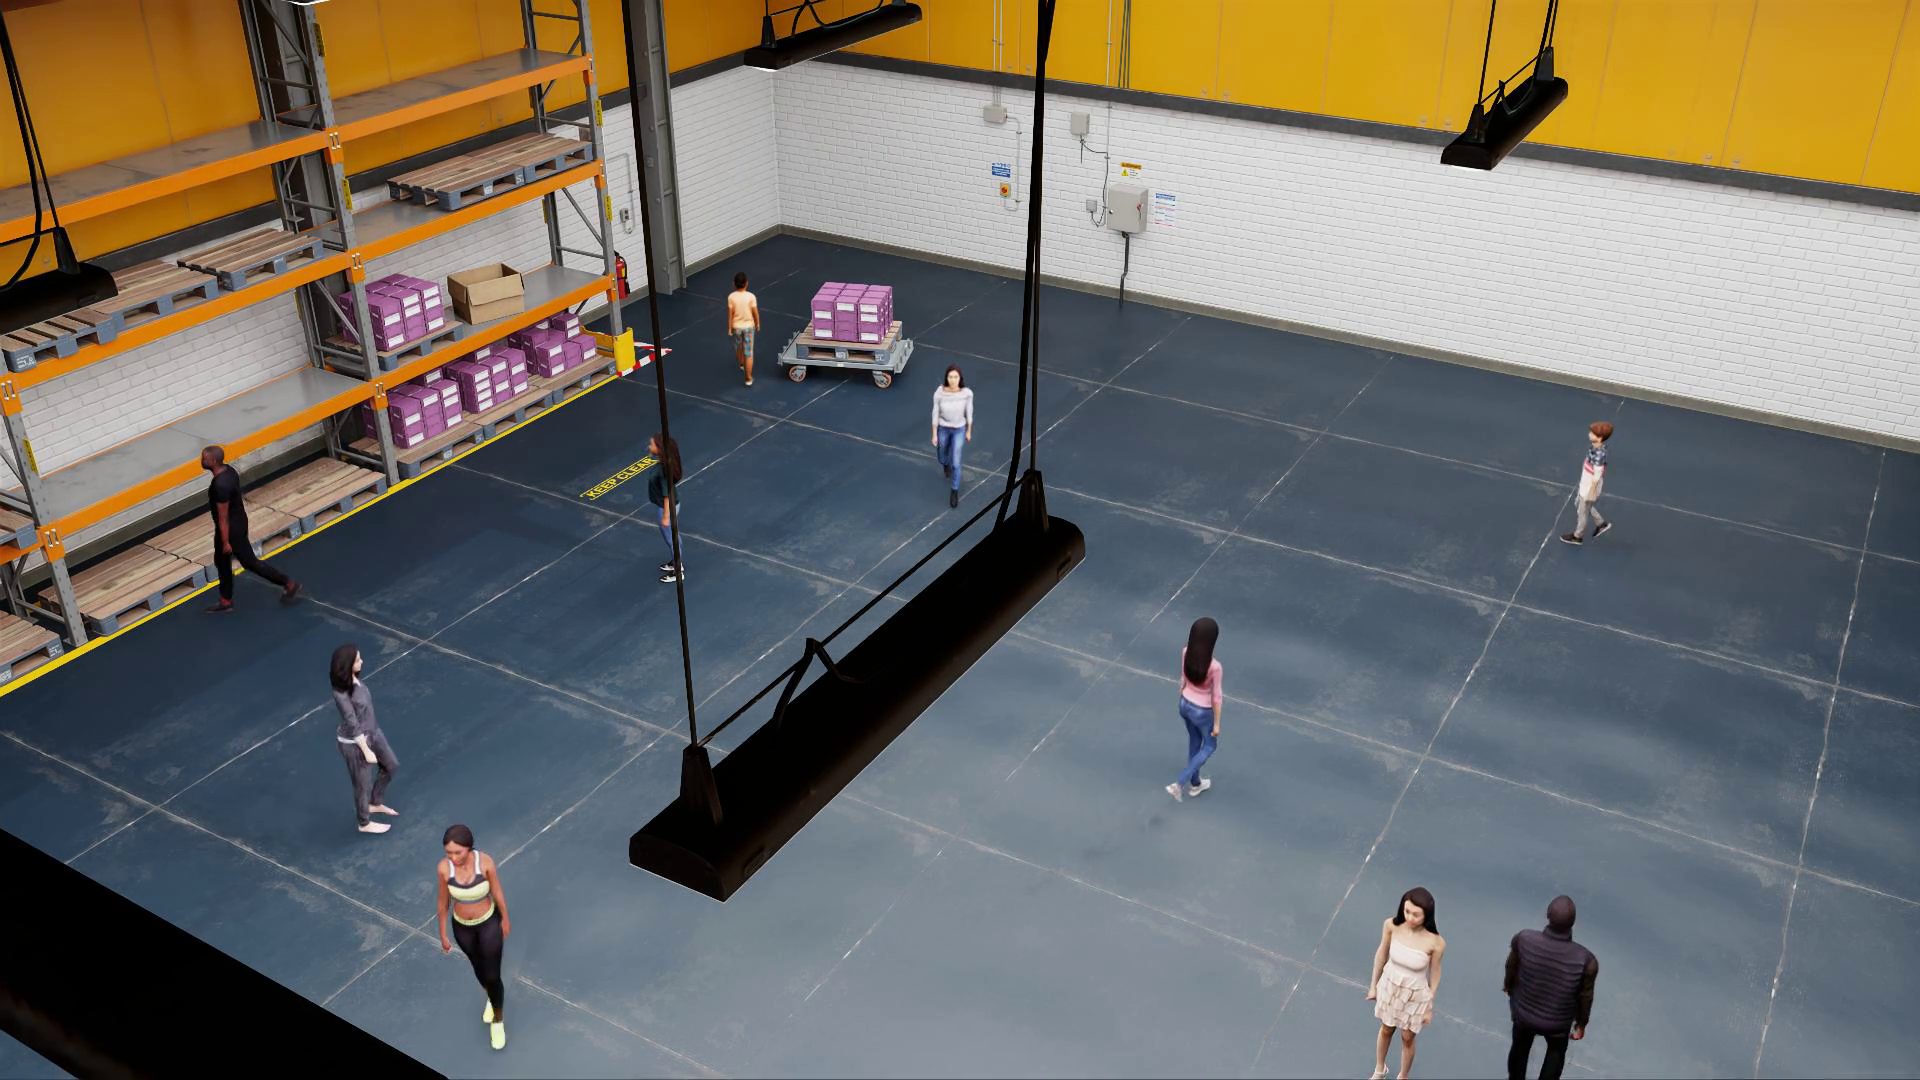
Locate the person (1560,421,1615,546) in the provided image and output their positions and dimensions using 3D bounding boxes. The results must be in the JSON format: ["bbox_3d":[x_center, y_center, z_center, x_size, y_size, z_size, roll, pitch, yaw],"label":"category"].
[{"bbox_3d":[6.723,-0.598,17.550,0.685,1.434,0.712,8,30,14],"label":"person"}]

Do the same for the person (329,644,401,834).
[{"bbox_3d":[-4.851,1.609,13.177,0.782,1.748,0.707,-3,29,-5],"label":"person"}]

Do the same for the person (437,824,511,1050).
[{"bbox_3d":[-3.291,2.588,11.396,0.810,1.735,0.906,-2,29,-3],"label":"person"}]

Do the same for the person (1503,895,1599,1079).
[{"bbox_3d":[3.640,3.013,10.520,0.715,1.828,0.700,17,33,28],"label":"person"}]

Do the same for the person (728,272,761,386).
[{"bbox_3d":[-2.786,-2.693,21.393,0.850,1.432,1.031,-1,29,-1],"label":"person"}]

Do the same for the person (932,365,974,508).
[{"bbox_3d":[-0.106,-1.215,18.494,0.894,1.613,1.063,0,29,0],"label":"person"}]

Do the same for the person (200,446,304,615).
[{"bbox_3d":[-7.008,-0.088,16.250,1.264,1.783,1.163,-9,30,-16],"label":"person"}]

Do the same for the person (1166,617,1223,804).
[{"bbox_3d":[1.882,1.417,13.548,0.906,1.730,0.713,-25,37,-37],"label":"person"}]

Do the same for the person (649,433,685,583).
[{"bbox_3d":[-2.967,-0.345,16.896,0.772,1.617,0.695,-2,29,-4],"label":"person"}]

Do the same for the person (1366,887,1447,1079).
[{"bbox_3d":[2.875,2.943,10.745,0.594,1.735,0.533,18,33,29],"label":"person"}]
